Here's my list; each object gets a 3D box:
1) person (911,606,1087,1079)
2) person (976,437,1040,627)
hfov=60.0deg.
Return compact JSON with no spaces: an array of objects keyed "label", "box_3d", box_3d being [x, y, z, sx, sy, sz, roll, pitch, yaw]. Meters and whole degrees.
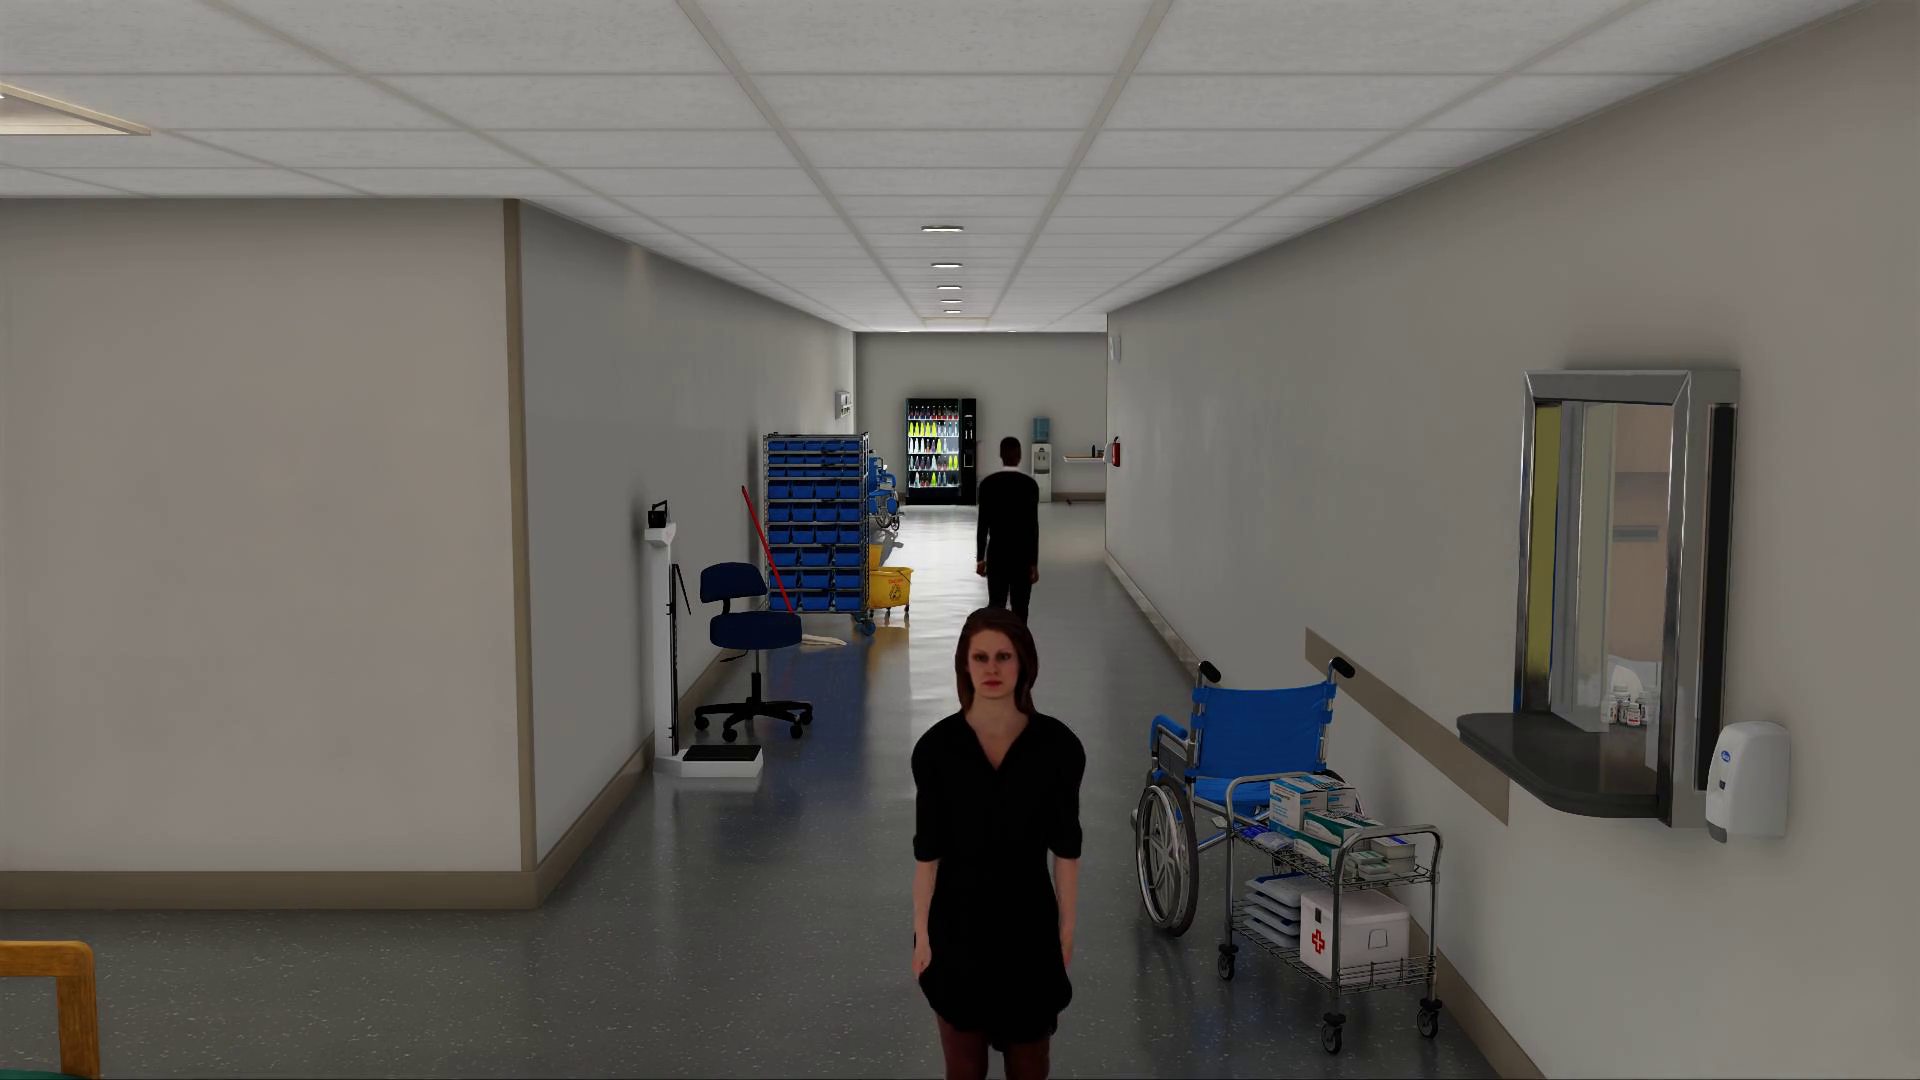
[{"label":"person","box_3d":[0.081,1.004,4.296,0.686,1.692,0.659,0,6,3]},{"label":"person","box_3d":[0.342,0.149,12.352,1.143,1.781,0.882,1,6,13]}]
